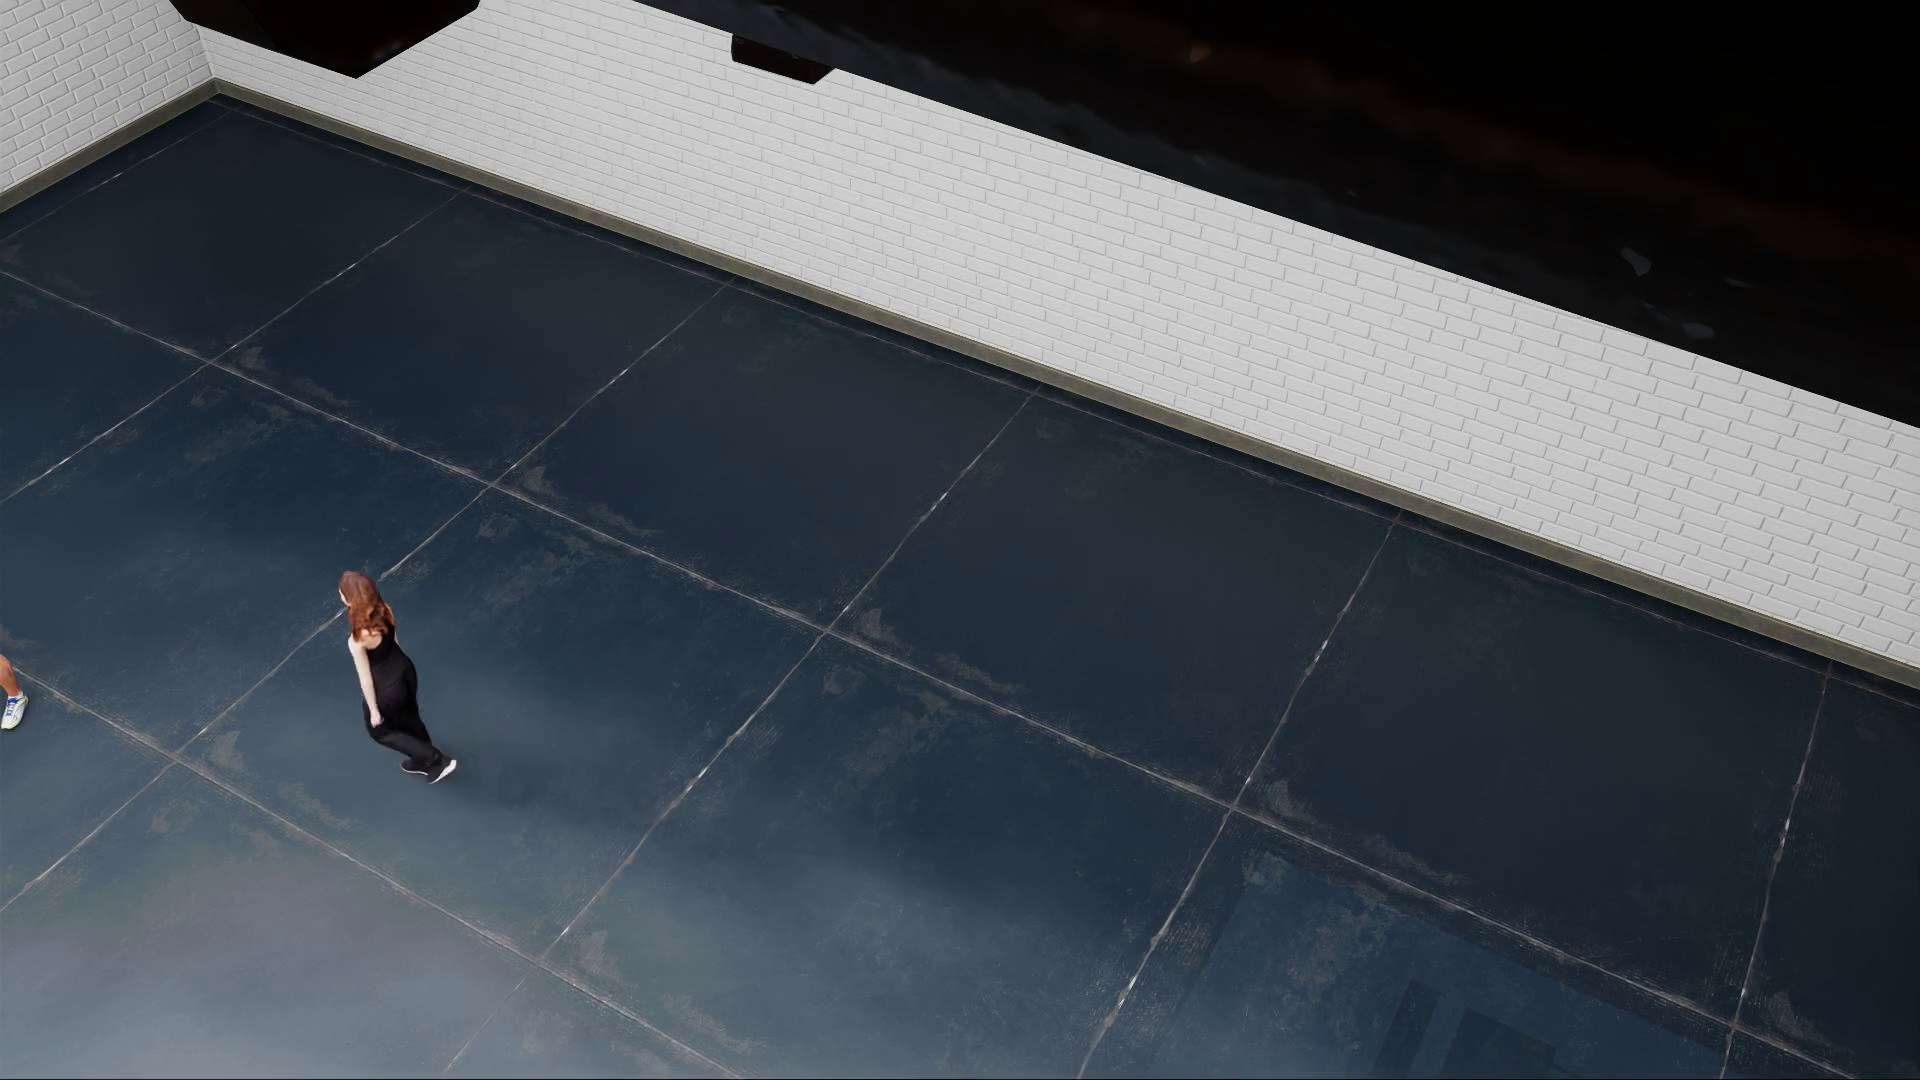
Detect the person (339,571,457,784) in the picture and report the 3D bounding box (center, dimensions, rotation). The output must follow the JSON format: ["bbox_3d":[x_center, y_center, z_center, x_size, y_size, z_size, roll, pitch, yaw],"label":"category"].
[{"bbox_3d":[-3.295,0.870,9.852,0.789,1.733,0.766,8,44,8],"label":"person"}]
